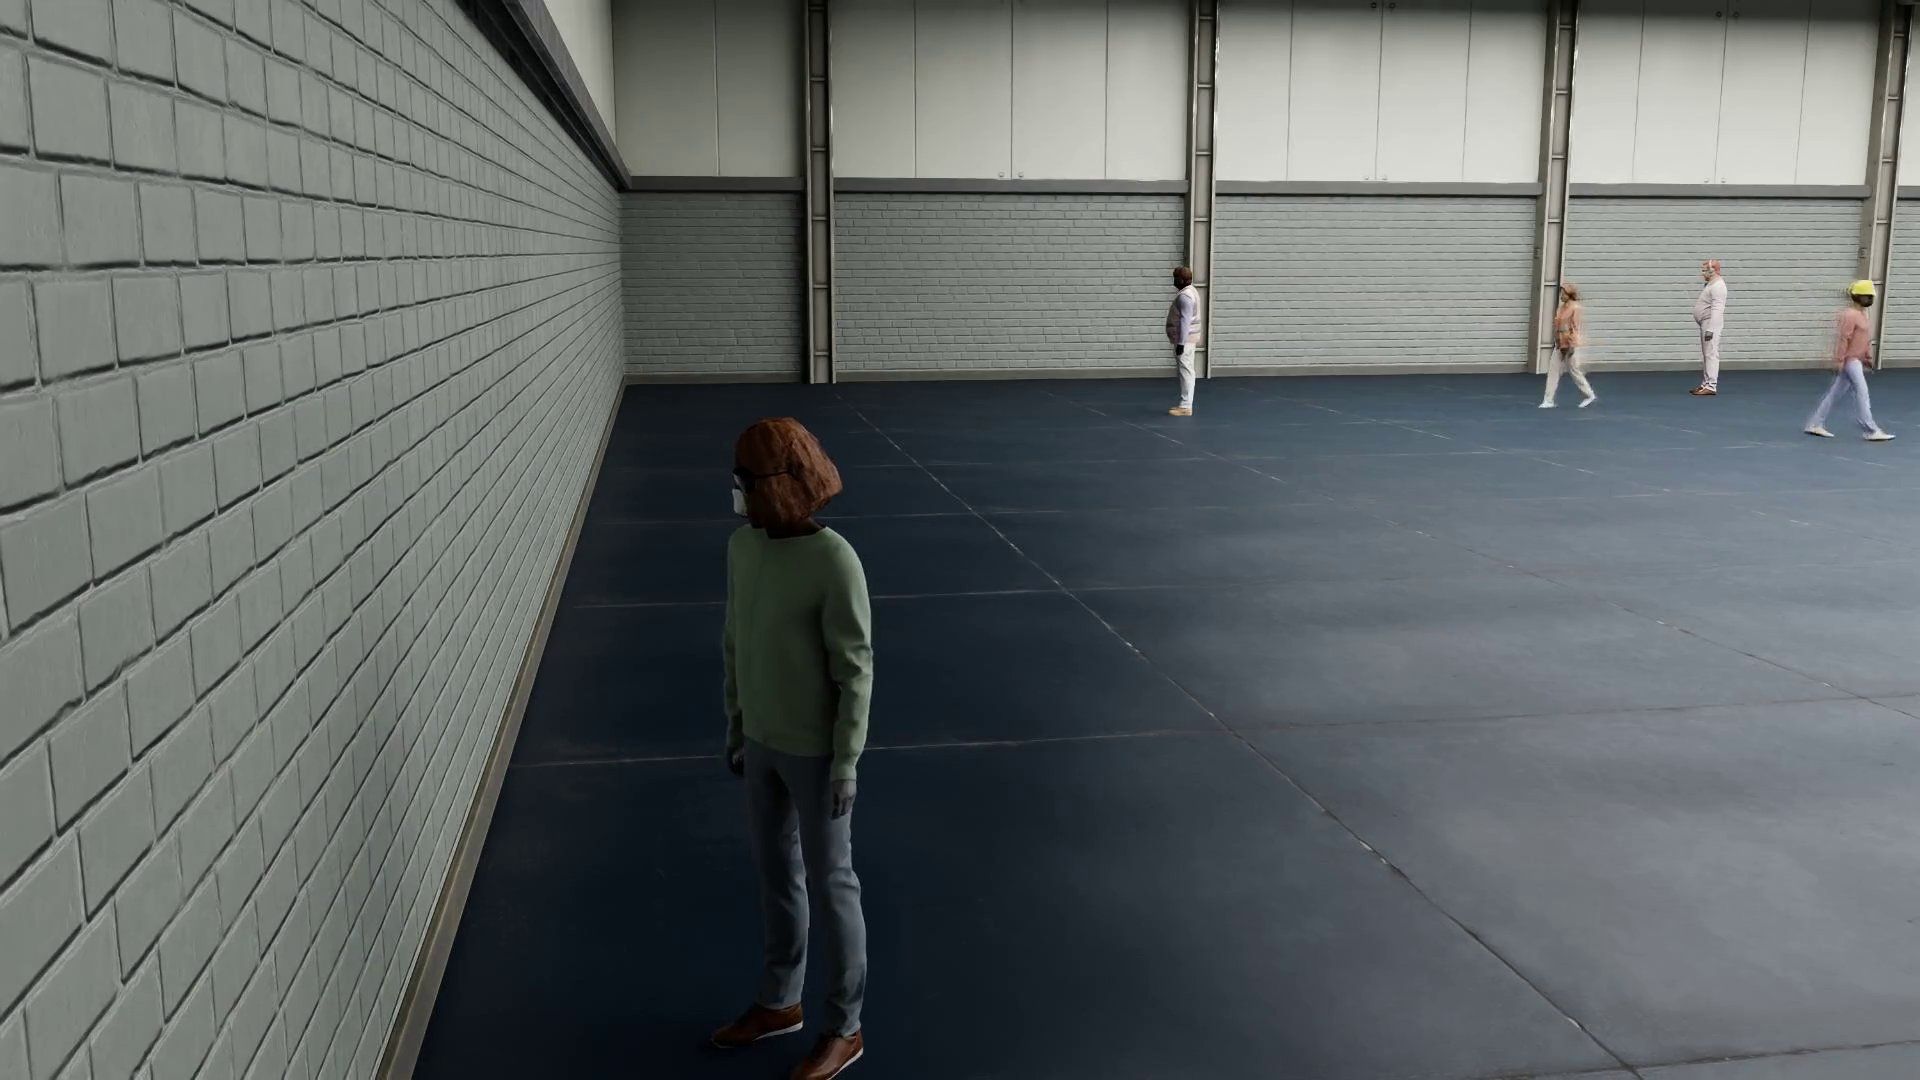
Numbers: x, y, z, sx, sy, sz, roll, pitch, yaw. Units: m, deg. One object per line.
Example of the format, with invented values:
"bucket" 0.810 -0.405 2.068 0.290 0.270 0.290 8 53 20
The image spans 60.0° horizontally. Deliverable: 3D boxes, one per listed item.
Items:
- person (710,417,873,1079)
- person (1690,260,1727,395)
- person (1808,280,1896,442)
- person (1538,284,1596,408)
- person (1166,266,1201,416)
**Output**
"person" -0.413 0.512 4.067 0.284 1.632 0.502 -9 13 -42
"person" 10.558 -2.990 23.464 0.406 1.901 0.639 3 10 19
"person" 9.617 -1.929 17.869 0.904 1.714 0.540 9 14 43
"person" 7.893 -2.490 21.470 0.759 1.623 0.519 -2 10 -12
"person" 2.754 -2.454 20.554 0.430 1.841 0.624 3 10 15
